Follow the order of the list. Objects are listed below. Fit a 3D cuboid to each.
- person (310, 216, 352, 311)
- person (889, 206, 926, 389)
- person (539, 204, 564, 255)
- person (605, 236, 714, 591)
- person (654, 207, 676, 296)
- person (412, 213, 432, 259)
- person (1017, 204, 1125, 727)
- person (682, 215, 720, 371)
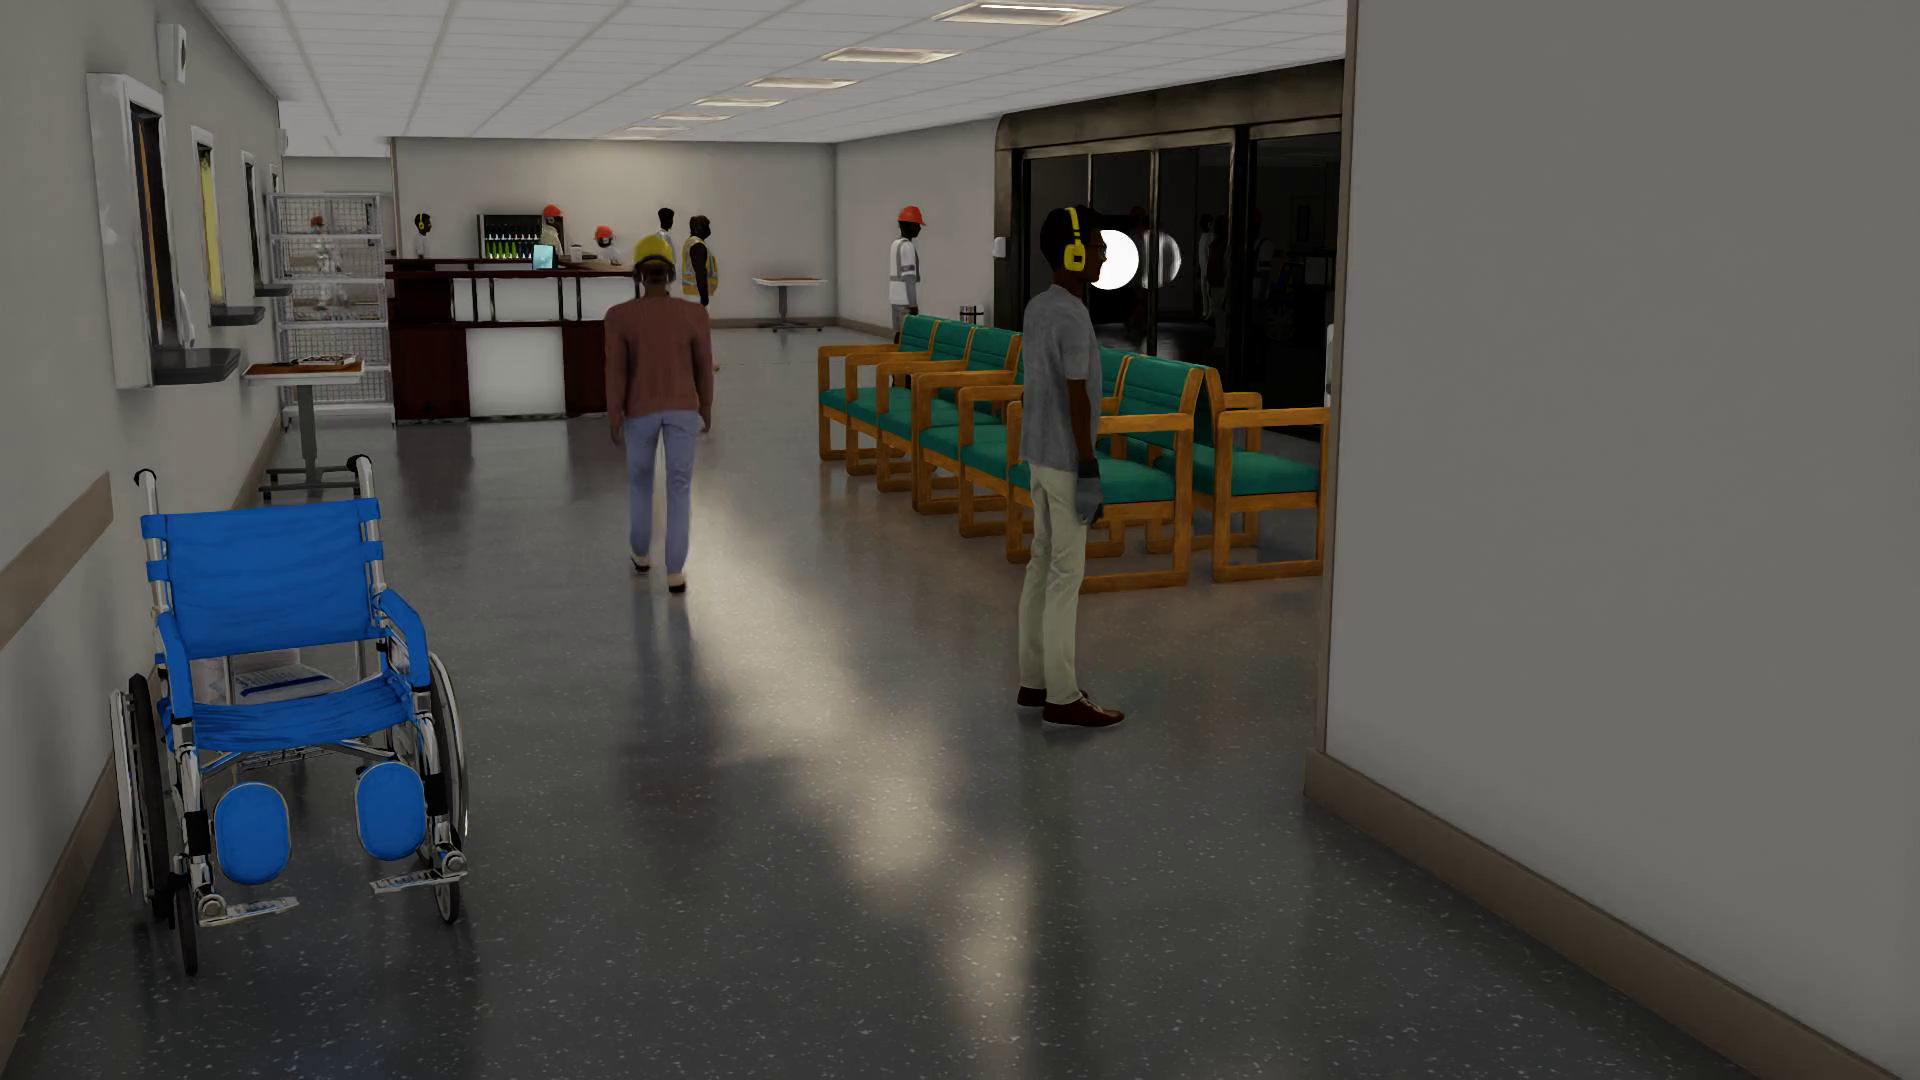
[{"bbox_3d":[-12.337,-5.416,32.557,0.626,1.850,0.883,10,15,41],"label":"person"},{"bbox_3d":[-0.542,-2.483,17.266,0.376,1.933,0.544,-3,12,-17],"label":"person"},{"bbox_3d":[-5.932,-3.879,24.264,0.387,1.996,0.611,-3,12,-17],"label":"person"},{"bbox_3d":[-1.501,-0.648,8.372,0.530,1.727,0.846,-2,11,-8],"label":"person"},{"bbox_3d":[-4.633,-4.222,26.110,0.373,1.962,0.605,-3,12,-17],"label":"person"},{"bbox_3d":[-7.933,-3.892,24.653,0.334,1.873,0.521,-3,12,-17],"label":"person"},{"bbox_3d":[0.383,-0.260,6.031,0.334,1.869,0.521,-3,12,-17],"label":"person"},{"bbox_3d":[-3.092,-2.936,19.827,0.430,1.845,0.622,-3,12,-17],"label":"person"}]
